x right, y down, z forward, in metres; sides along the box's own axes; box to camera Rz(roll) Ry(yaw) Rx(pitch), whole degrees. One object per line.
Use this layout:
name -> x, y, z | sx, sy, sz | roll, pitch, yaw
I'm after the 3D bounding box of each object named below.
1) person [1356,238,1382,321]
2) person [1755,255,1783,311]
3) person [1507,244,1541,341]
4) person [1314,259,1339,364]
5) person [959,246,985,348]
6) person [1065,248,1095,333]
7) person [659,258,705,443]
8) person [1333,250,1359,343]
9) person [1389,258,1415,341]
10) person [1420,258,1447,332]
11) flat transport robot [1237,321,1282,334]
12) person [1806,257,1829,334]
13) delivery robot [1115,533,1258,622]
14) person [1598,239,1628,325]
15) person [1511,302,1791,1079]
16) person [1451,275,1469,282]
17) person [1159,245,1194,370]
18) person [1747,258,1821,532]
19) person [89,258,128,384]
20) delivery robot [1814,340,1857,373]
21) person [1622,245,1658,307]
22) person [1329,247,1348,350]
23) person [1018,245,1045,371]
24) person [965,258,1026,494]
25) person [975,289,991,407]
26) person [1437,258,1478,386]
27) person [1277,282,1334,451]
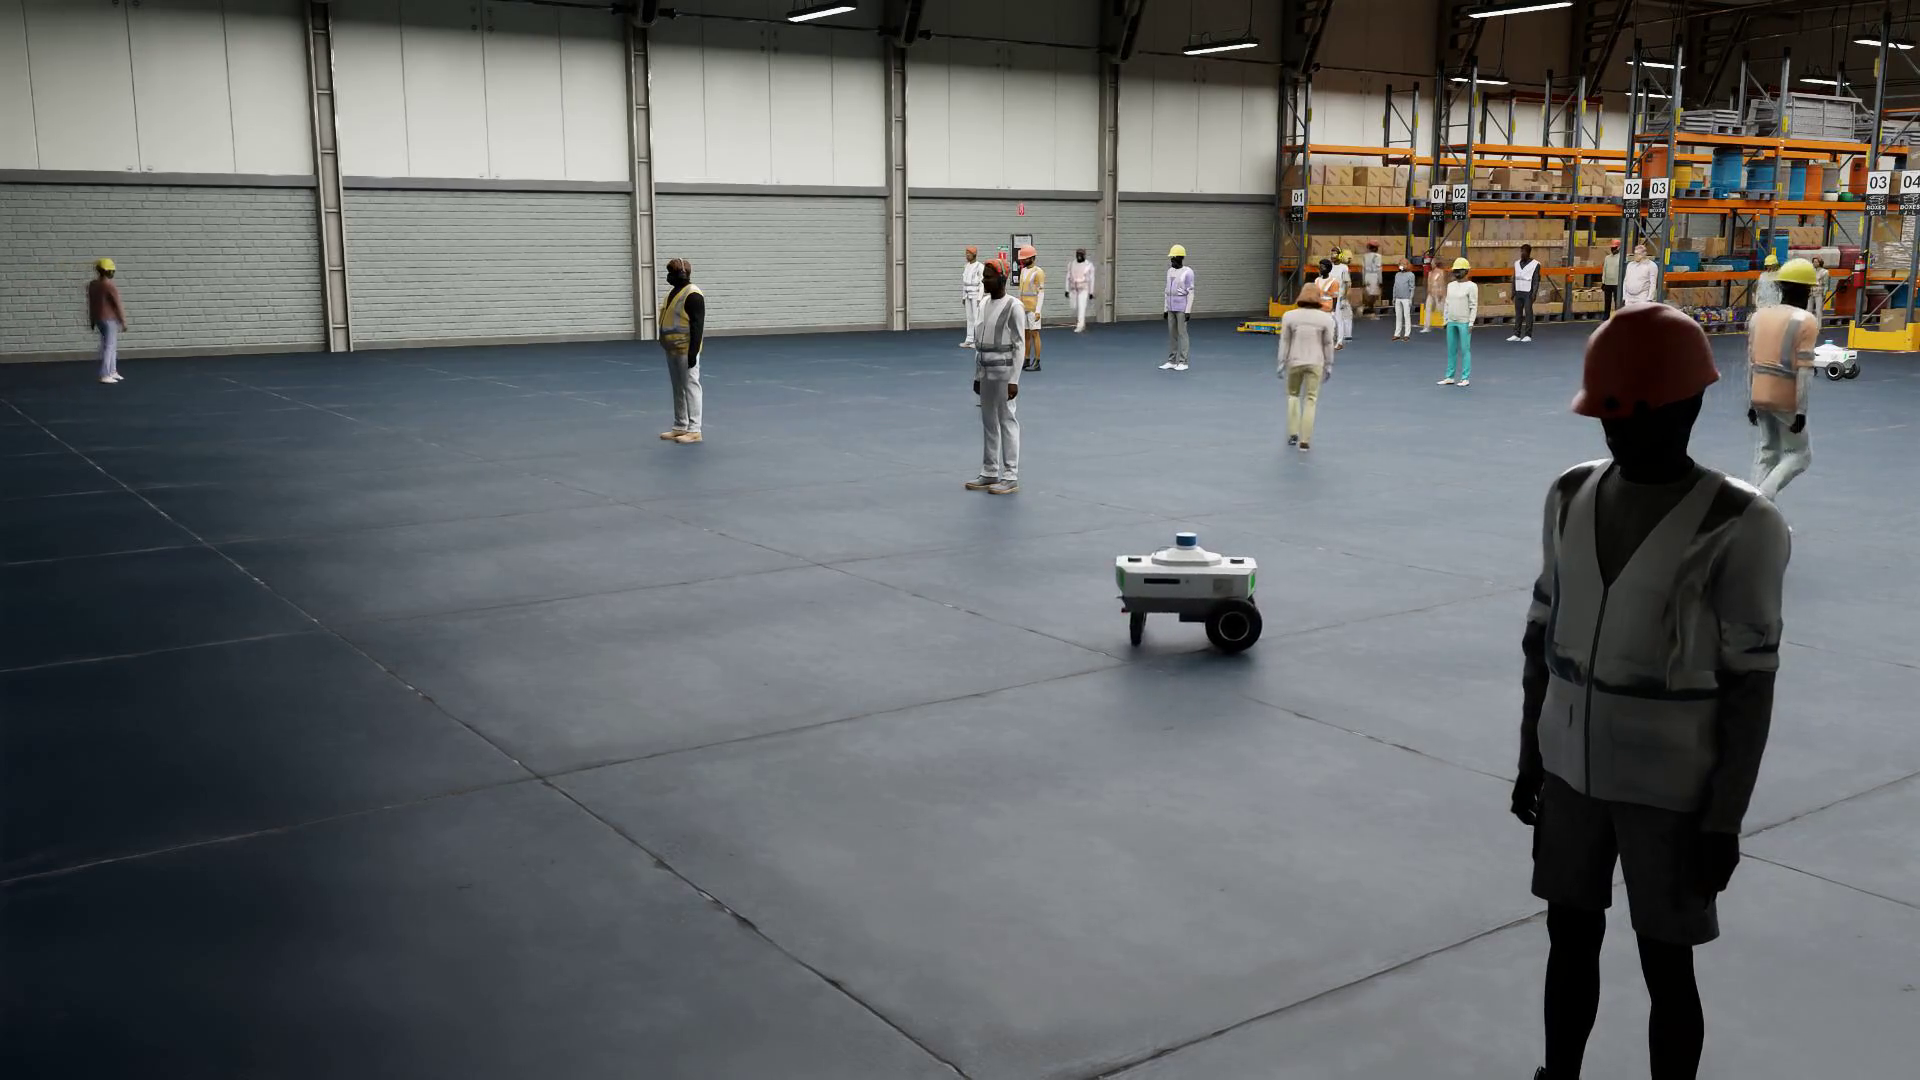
person -> 9.975, -6.317, 40.442 | 0.722, 2.025, 0.628 | -5, 11, -24
person -> 14.307, -4.169, 29.453 | 0.306, 1.736, 0.484 | -7, 13, -34
person -> 11.162, -4.880, 32.859 | 0.392, 1.914, 0.588 | -7, 13, -34
person -> 5.937, -3.727, 27.132 | 0.319, 1.697, 0.533 | -7, 13, -34
person -> 0.233, -4.523, 30.977 | 0.356, 1.887, 0.572 | -7, 13, -34
person -> 2.606, -5.400, 35.957 | 0.635, 1.827, 0.674 | 5, 11, 26
person -> -2.804, -1.903, 16.736 | 0.429, 1.845, 0.622 | -7, 13, -34
person -> 7.439, -4.699, 32.181 | 0.754, 1.796, 0.620 | -1, 10, -4
person -> 8.775, -4.757, 32.953 | 0.281, 1.634, 0.498 | -7, 13, -34
person -> 10.306, -5.284, 35.889 | 0.727, 1.614, 0.516 | -5, 11, -26
flat transport robot -> 6.663, -4.540, 35.502 | 0.652, 0.197, 1.431 | -7, 13, -34
person -> 18.112, -5.175, 35.227 | 0.309, 1.641, 0.513 | -7, 13, -34
delivery robot -> 1.141, 0.207, 8.444 | 0.707, 0.478, 0.477 | 1, 10, 5
person -> 15.185, -5.978, 38.652 | 0.378, 1.995, 0.609 | -7, 13, -34
person -> 1.368, 0.481, 3.433 | 0.370, 1.928, 0.543 | -7, 13, -34
person -> 12.942, -6.671, 43.105 | 0.324, 1.760, 0.523 | -7, 13, -34
person -> 3.365, -3.590, 25.749 | 0.368, 1.928, 0.585 | -7, 13, -34
person -> 5.589, -0.960, 11.383 | 0.480, 1.914, 0.588 | -3, 11, -18
person -> -11.984, -3.093, 23.502 | 0.562, 1.740, 0.631 | 5, 11, 24
delivery robot -> 12.592, -2.655, 24.132 | 0.477, 0.478, 0.707 | -7, 13, -35
person -> 12.493, -4.475, 30.678 | 0.408, 1.903, 0.638 | -7, 13, -34
person -> 6.831, -4.392, 30.305 | 0.329, 1.873, 0.514 | -7, 13, -34
person -> 1.057, -3.554, 25.554 | 0.370, 1.928, 0.543 | -7, 13, -34
person -> 0.294, -1.315, 13.404 | 0.356, 1.883, 0.572 | -7, 13, -34
person -> 0.404, -2.398, 20.022 | 0.281, 1.634, 0.498 | -7, 13, -34
person -> 6.903, -3.011, 23.017 | 0.313, 1.769, 0.523 | -7, 13, -34
person -> 3.352, -1.682, 16.123 | 0.536, 1.612, 0.530 | 3, 11, 15
